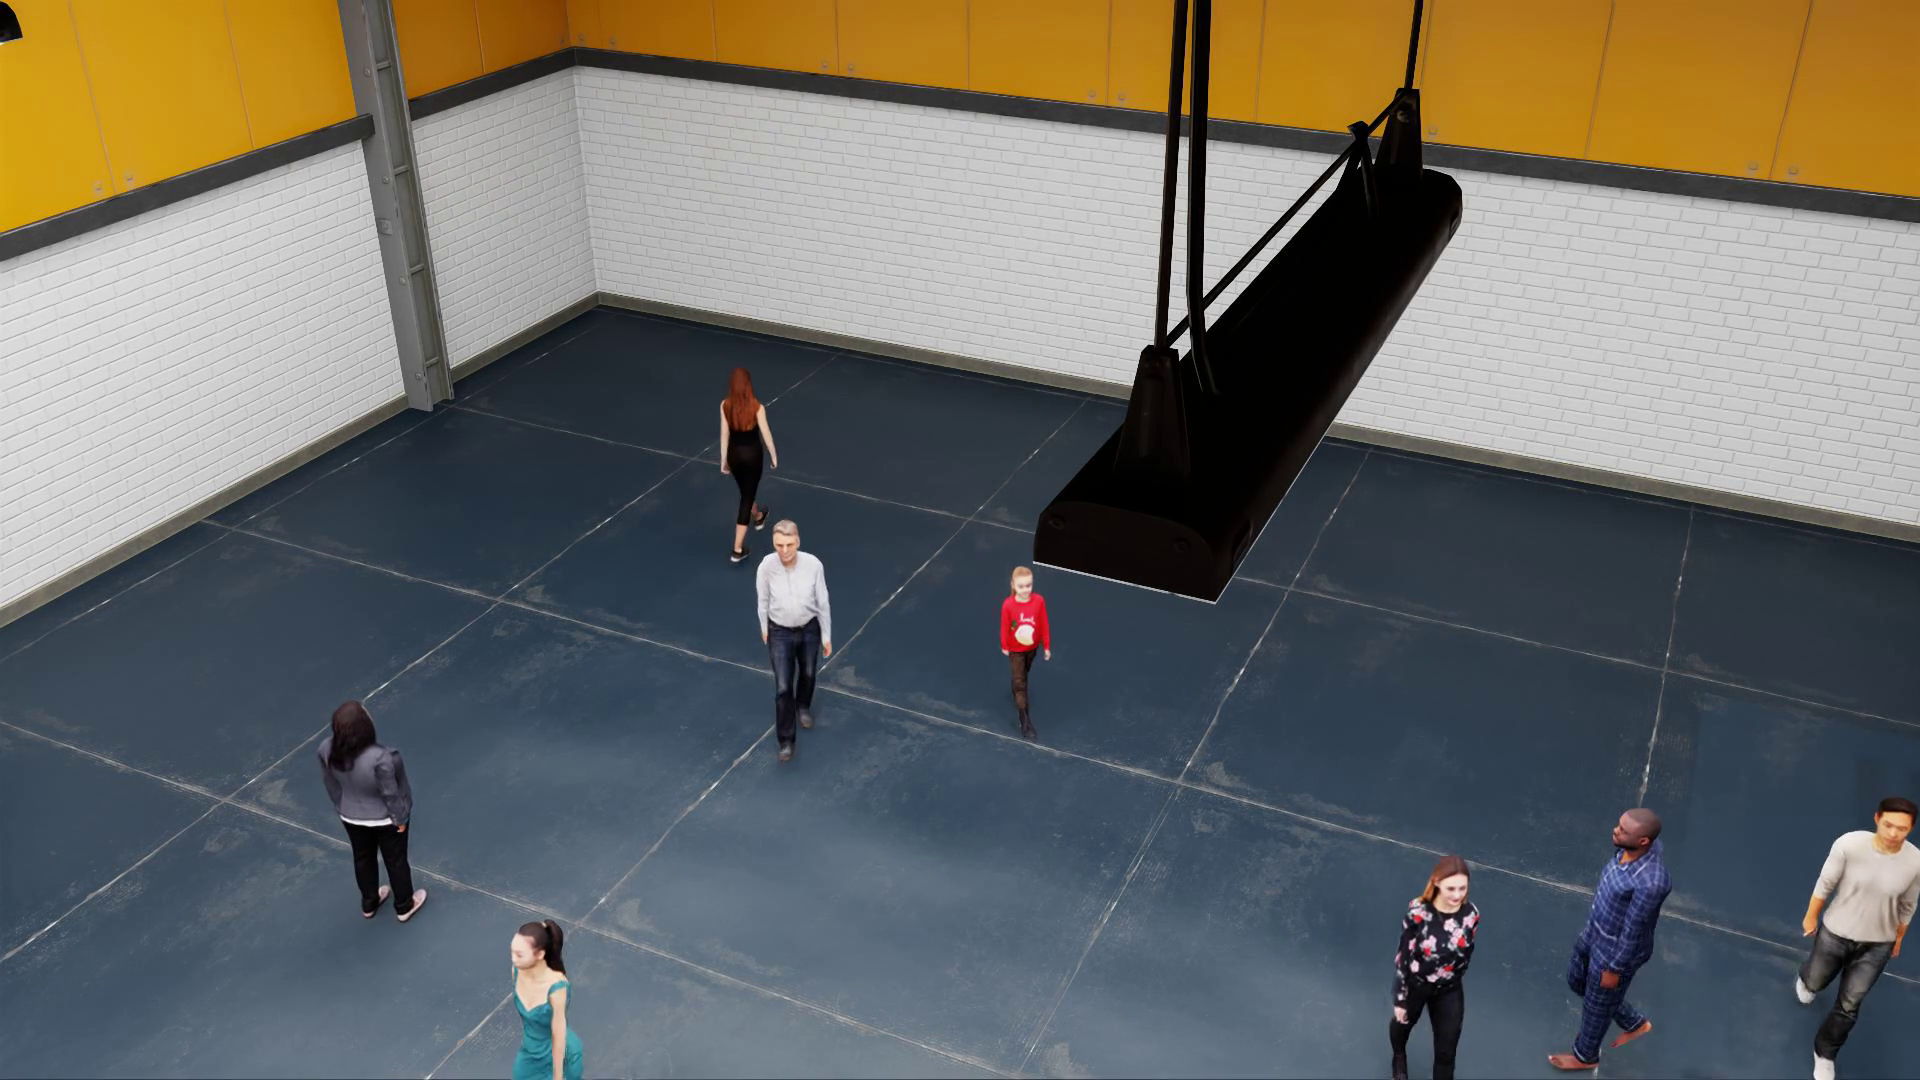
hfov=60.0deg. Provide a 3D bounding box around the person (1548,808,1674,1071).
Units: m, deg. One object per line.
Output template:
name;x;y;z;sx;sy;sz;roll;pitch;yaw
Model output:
person;3.624;2.199;8.985;0.854;1.804;0.812;4;29;7

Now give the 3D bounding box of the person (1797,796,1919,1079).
person;4.932;2.103;9.171;0.682;1.793;0.975;10;30;18

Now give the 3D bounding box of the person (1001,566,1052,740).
person;0.455;0.750;12.217;0.866;1.252;0.921;-10;30;-17

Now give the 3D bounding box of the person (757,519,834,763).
person;-1.183;0.602;11.933;0.989;1.784;1.130;-4;29;-8

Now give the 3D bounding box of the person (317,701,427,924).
person;-3.604;1.661;10.189;0.706;1.595;0.703;7;29;13

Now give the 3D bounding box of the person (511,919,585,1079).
person;-2.009;2.569;8.439;0.582;1.677;0.624;17;33;28

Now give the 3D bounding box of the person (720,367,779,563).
person;-1.879;-0.623;14.289;0.712;1.678;1.178;8;30;15

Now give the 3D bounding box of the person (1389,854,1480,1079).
person;2.481;2.323;8.911;0.805;1.656;1.001;1;29;2
